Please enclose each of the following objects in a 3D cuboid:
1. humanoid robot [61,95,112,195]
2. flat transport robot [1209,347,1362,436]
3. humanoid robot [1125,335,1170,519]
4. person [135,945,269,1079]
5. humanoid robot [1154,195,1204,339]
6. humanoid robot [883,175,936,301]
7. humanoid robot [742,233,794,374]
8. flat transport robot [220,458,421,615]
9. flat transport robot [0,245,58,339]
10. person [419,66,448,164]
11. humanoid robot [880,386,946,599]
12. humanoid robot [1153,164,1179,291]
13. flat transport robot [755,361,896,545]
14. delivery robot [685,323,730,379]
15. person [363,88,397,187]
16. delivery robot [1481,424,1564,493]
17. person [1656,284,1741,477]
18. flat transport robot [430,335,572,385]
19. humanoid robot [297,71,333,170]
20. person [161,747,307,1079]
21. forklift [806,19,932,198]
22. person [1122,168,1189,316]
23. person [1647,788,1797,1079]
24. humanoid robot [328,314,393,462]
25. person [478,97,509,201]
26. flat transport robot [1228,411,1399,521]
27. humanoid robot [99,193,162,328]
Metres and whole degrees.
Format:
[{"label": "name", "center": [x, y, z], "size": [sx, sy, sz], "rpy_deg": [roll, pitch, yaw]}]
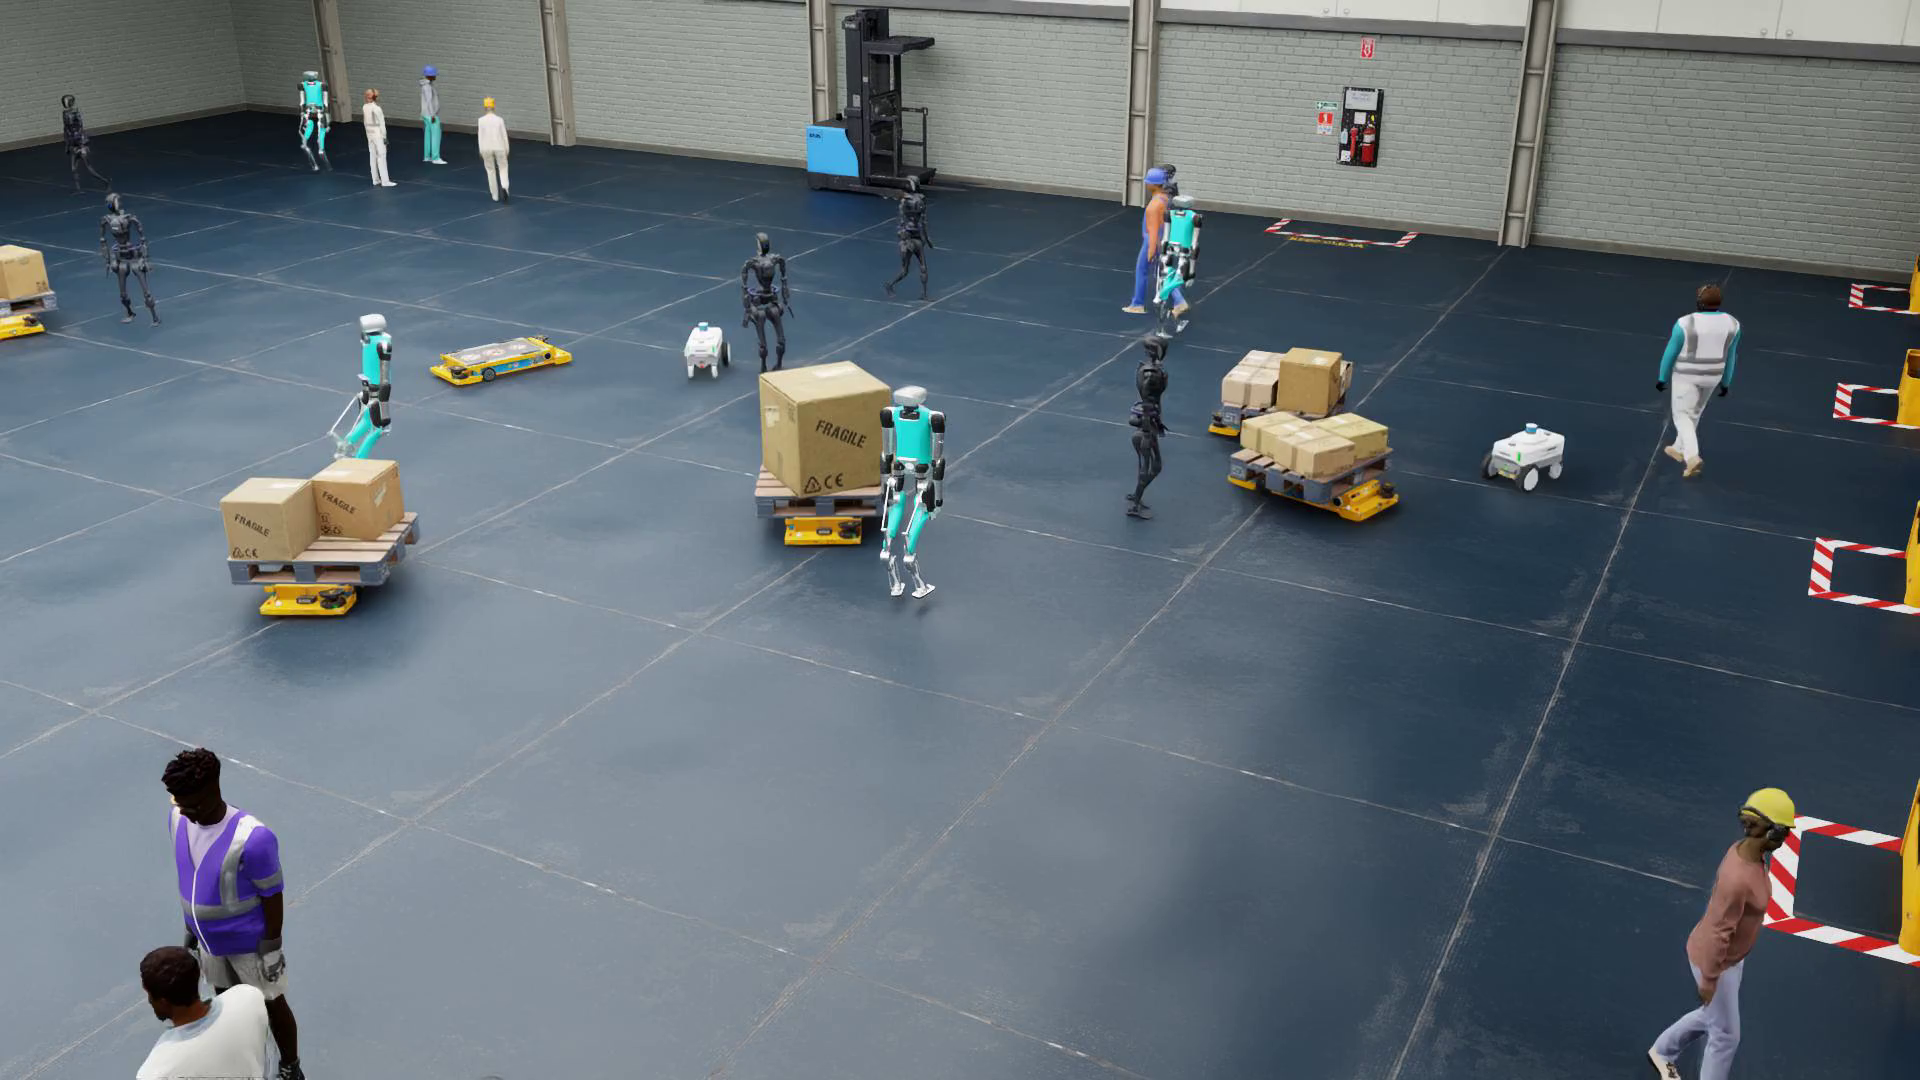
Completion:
[{"label": "humanoid robot", "center": [-14.705, -6.632, 27.846], "size": [0.589, 1.638, 0.690], "rpy_deg": [14, 27, 29]}, {"label": "flat transport robot", "center": [3.335, -1.189, 16.931], "size": [1.431, 0.231, 0.659], "rpy_deg": [10, 25, 22]}, {"label": "humanoid robot", "center": [1.641, -1.005, 14.744], "size": [0.381, 1.659, 0.593], "rpy_deg": [7, 24, 15]}, {"label": "person", "center": [-2.844, 2.397, 6.548], "size": [0.918, 1.879, 0.592], "rpy_deg": [12, 26, 25]}, {"label": "humanoid robot", "center": [2.464, -3.162, 19.640], "size": [0.541, 1.718, 1.002], "rpy_deg": [19, 30, 37]}, {"label": "humanoid robot", "center": [-0.653, -3.926, 21.554], "size": [0.687, 1.638, 0.589], "rpy_deg": [15, 27, 31]}, {"label": "humanoid robot", "center": [-2.149, -2.605, 18.442], "size": [0.609, 1.648, 0.324], "rpy_deg": [-15, 27, -31]}, {"label": "flat transport robot", "center": [-5.134, 0.240, 13.604], "size": [0.659, 0.231, 1.431], "rpy_deg": [0, 23, 1]}, {"label": "flat transport robot", "center": [-11.908, -2.739, 20.540], "size": [0.659, 0.231, 1.431], "rpy_deg": [-20, 30, -39]}, {"label": "person", "center": [-9.670, -7.753, 30.348], "size": [0.466, 1.758, 0.604], "rpy_deg": [-8, 25, -19]}, {"label": "humanoid robot", "center": [-0.440, -0.314, 12.867], "size": [0.533, 1.676, 0.735], "rpy_deg": [8, 24, 18]}, {"label": "humanoid robot", "center": [2.729, -4.137, 21.991], "size": [0.315, 1.657, 0.599], "rpy_deg": [-2, 23, -4]}, {"label": "flat transport robot", "center": [-1.176, -0.305, 14.874], "size": [0.659, 0.231, 1.431], "rpy_deg": [-1, 23, -1]}, {"label": "delivery robot", "center": [-2.891, -2.164, 18.862], "size": [0.499, 0.614, 0.790], "rpy_deg": [-1, 23, -1]}, {"label": "person", "center": [-9.967, -6.875, 28.430], "size": [0.521, 1.636, 0.308], "rpy_deg": [17, 29, 34]}, {"label": "delivery robot", "center": [5.320, -0.790, 15.648], "size": [0.775, 0.601, 0.499], "rpy_deg": [-16, 28, -32]}, {"label": "person", "center": [6.985, -1.509, 15.732], "size": [0.635, 1.808, 0.898], "rpy_deg": [-1, 23, -3]}, {"label": "flat transport robot", "center": [-5.221, -2.050, 18.934], "size": [1.431, 0.231, 0.659], "rpy_deg": [-19, 30, -38]}, {"label": "humanoid robot", "center": [-11.444, -7.340, 29.425], "size": [0.540, 1.799, 0.817], "rpy_deg": [0, 23, -1]}, {"label": "person", "center": [-3.403, 1.827, 7.772], "size": [0.602, 1.959, 0.371], "rpy_deg": [10, 25, 21]}, {"label": "forklift", "center": [-1.573, -7.292, 27.850], "size": [1.873, 2.768, 1.129], "rpy_deg": [12, 26, 25]}, {"label": "person", "center": [2.491, -3.706, 20.770], "size": [0.862, 1.884, 0.536], "rpy_deg": [13, 27, 28]}, {"label": "person", "center": [3.599, 1.956, 7.792], "size": [0.579, 1.697, 0.588], "rpy_deg": [18, 29, 35]}, {"label": "humanoid robot", "center": [-5.373, -1.076, 14.865], "size": [0.740, 1.829, 0.549], "rpy_deg": [-16, 28, -33]}, {"label": "person", "center": [-7.632, -6.378, 27.219], "size": [0.471, 1.676, 0.468], "rpy_deg": [-7, 24, -16]}, {"label": "flat transport robot", "center": [3.250, -0.516, 15.364], "size": [1.431, 0.231, 0.659], "rpy_deg": [21, 31, 40]}, {"label": "humanoid robot", "center": [-10.200, -3.452, 20.430], "size": [0.603, 1.633, 0.433], "rpy_deg": [0, 23, -1]}]
